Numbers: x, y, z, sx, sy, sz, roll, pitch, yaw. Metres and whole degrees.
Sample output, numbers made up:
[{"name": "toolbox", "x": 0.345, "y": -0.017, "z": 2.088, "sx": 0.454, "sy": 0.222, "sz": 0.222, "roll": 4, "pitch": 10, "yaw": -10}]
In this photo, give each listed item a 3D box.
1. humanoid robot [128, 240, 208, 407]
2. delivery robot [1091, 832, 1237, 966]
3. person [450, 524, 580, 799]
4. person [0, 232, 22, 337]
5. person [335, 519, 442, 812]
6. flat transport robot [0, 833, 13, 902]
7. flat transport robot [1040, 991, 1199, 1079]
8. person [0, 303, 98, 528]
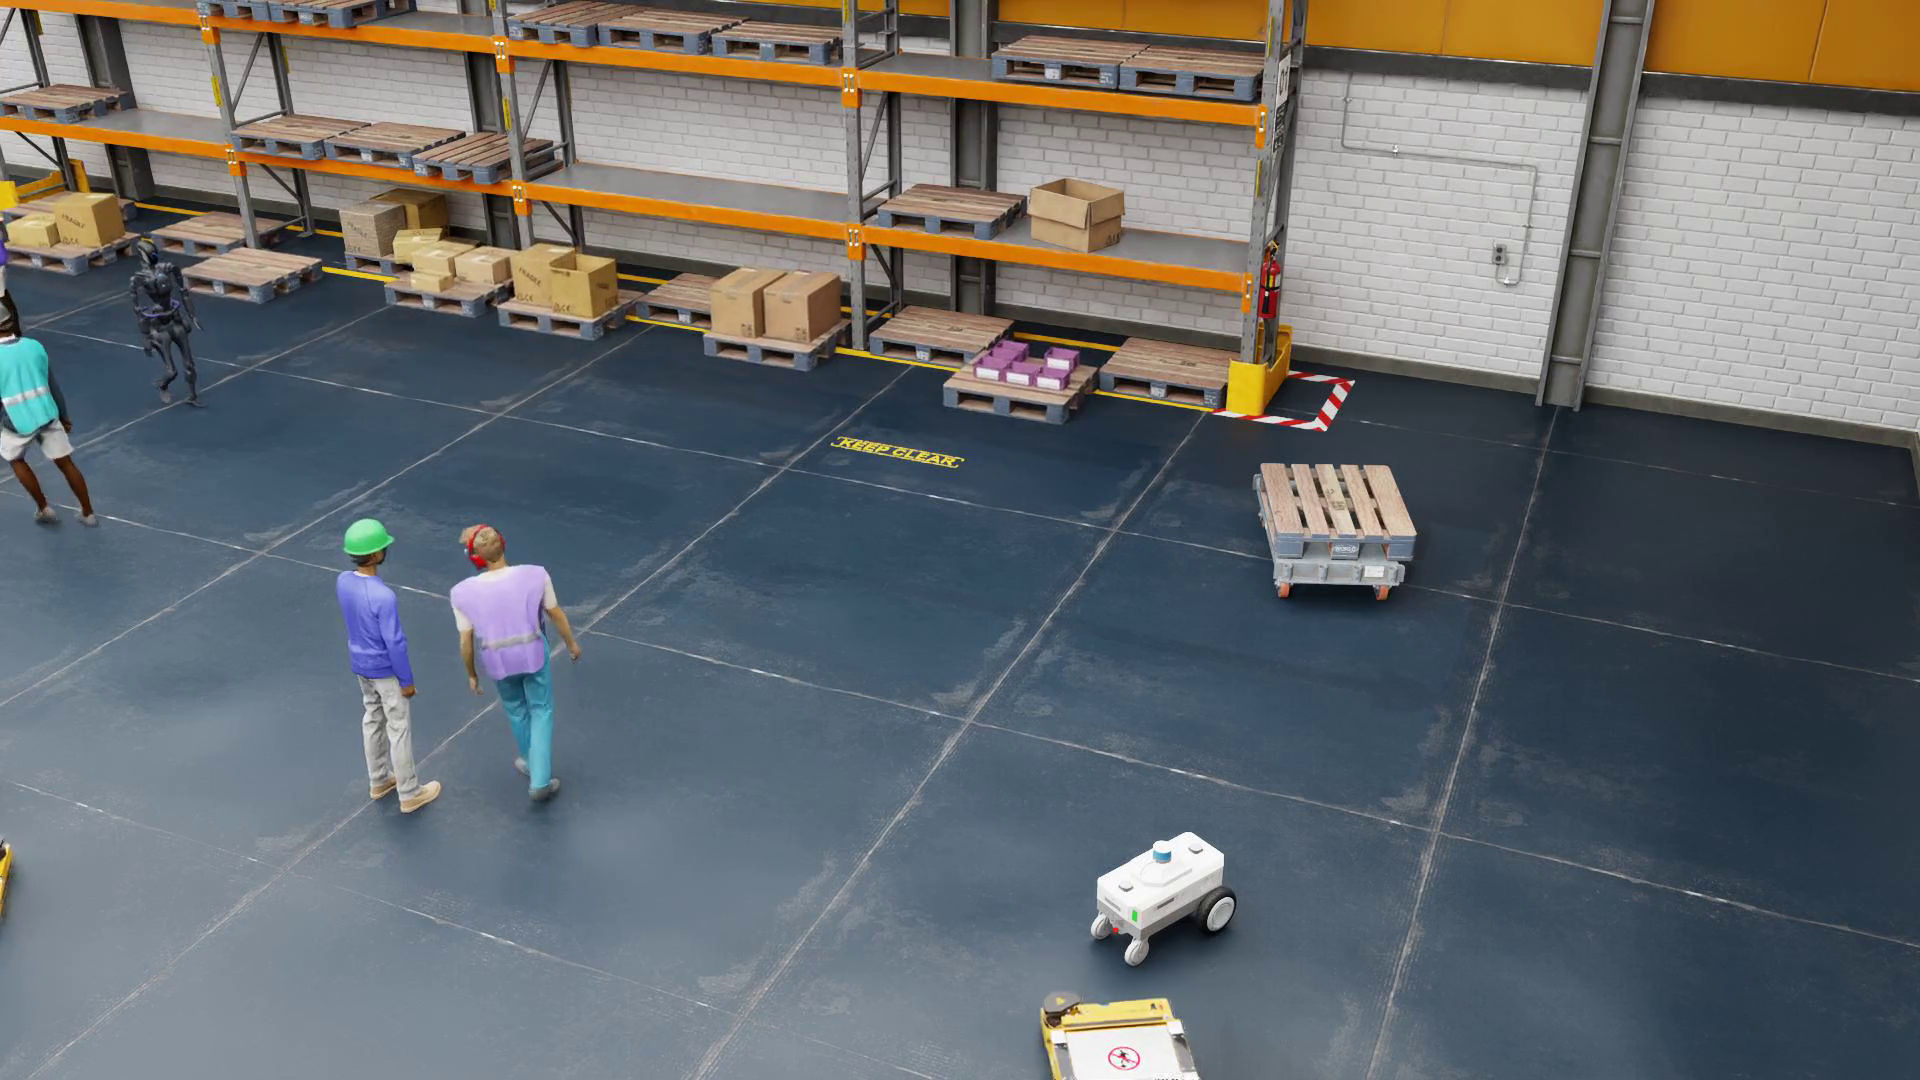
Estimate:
[{"name": "humanoid robot", "x": -7.279, "y": -1.984, "z": 15.244, "sx": 0.409, "sy": 1.646, "sz": 0.613, "roll": 17, "pitch": 32, "yaw": 29}, {"name": "delivery robot", "x": 1.079, "y": 1.883, "z": 8.954, "sx": 0.774, "sy": 0.581, "sz": 0.499, "roll": -20, "pitch": 33, "yaw": -33}, {"name": "person", "x": -2.600, "y": 0.719, "z": 9.844, "sx": 0.679, "sy": 1.813, "sz": 0.560, "roll": -8, "pitch": 28, "yaw": -15}, {"name": "person", "x": -9.623, "y": -2.763, "z": 16.439, "sx": 0.363, "sy": 1.965, "sz": 0.610, "roll": -10, "pitch": 29, "yaw": -19}, {"name": "person", "x": -3.385, "y": 0.729, "z": 9.788, "sx": 0.457, "sy": 1.863, "sz": 0.371, "roll": 17, "pitch": 32, "yaw": 30}, {"name": "flat transport robot", "x": -6.029, "y": 1.990, "z": 9.074, "sx": 1.431, "sy": 0.231, "sz": 0.659, "roll": -9, "pitch": 29, "yaw": -17}, {"name": "flat transport robot", "x": 0.804, "y": 2.663, "z": 7.769, "sx": 0.659, "sy": 0.231, "sz": 1.431, "roll": -3, "pitch": 27, "yaw": -6}, {"name": "person", "x": -7.283, "y": -0.946, "z": 13.010, "sx": 0.691, "sy": 1.889, "sz": 0.568, "roll": 15, "pitch": 31, "yaw": 27}]
